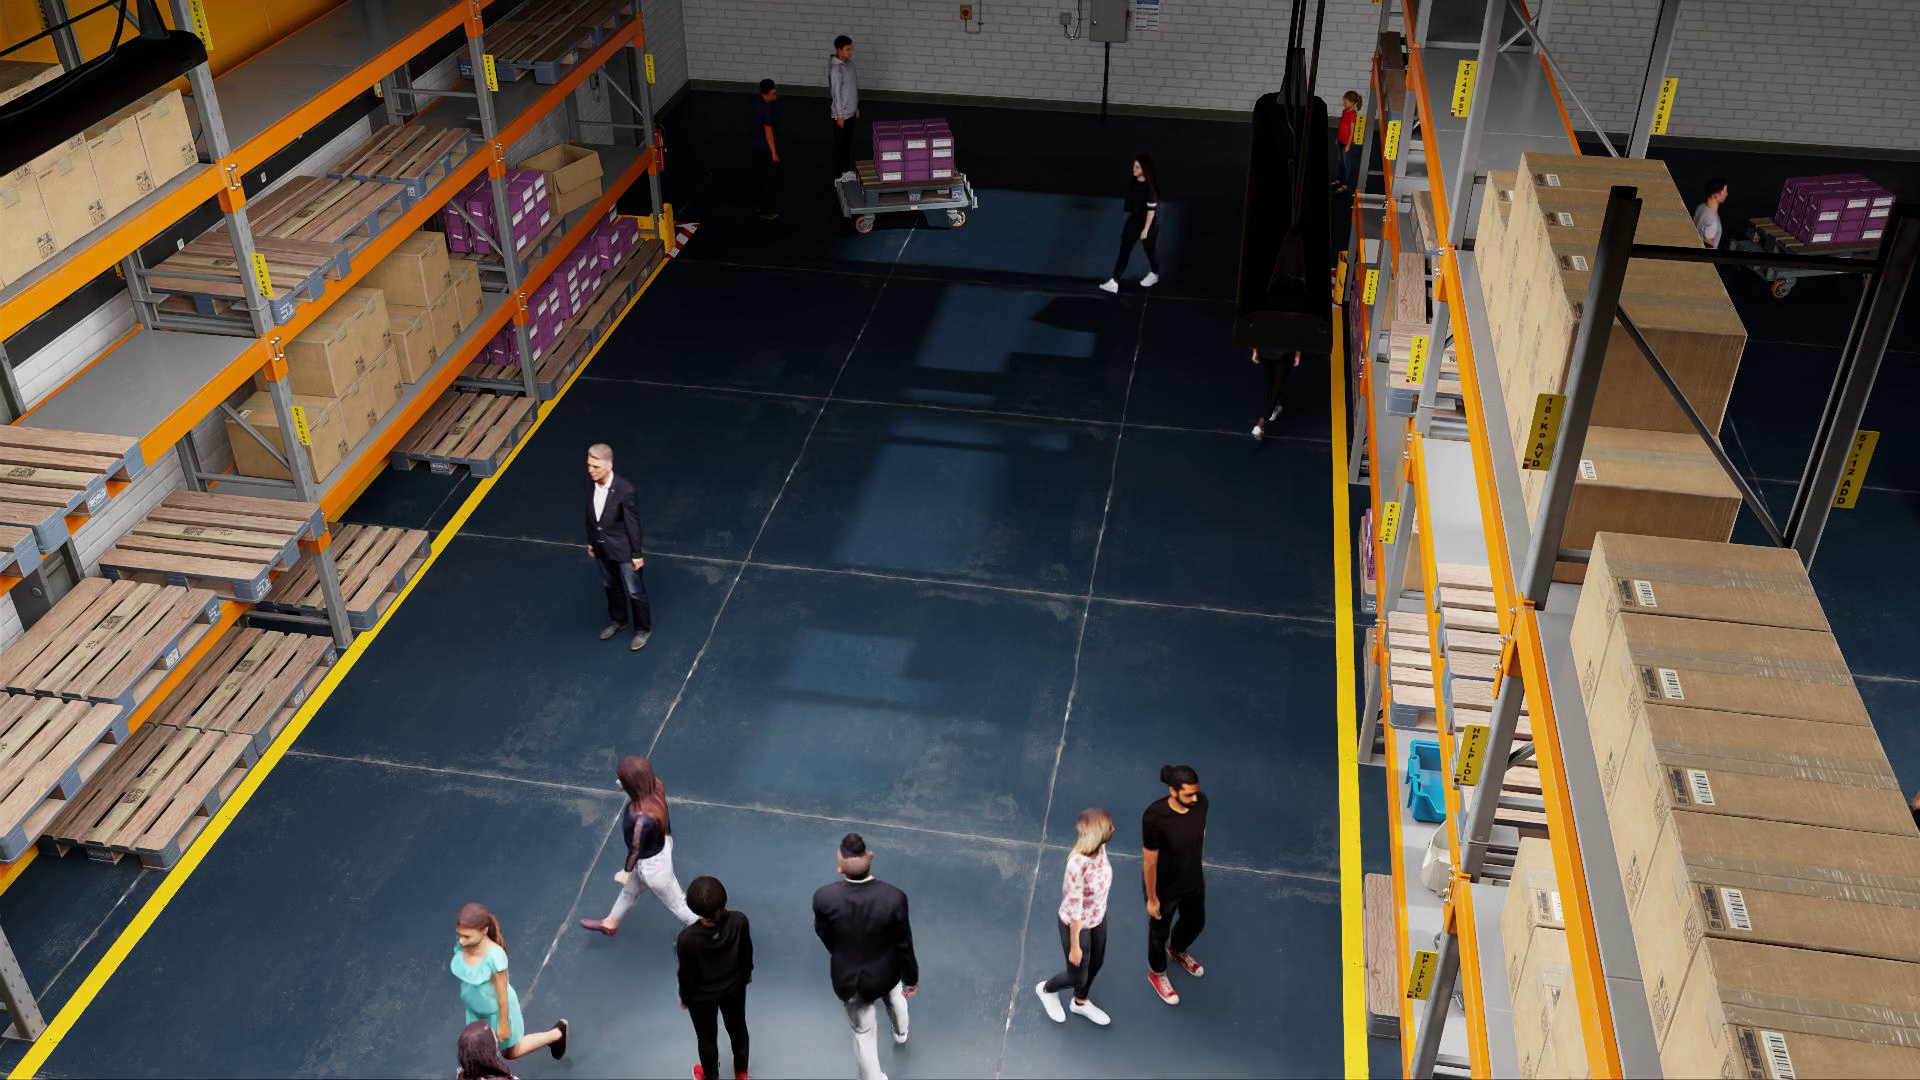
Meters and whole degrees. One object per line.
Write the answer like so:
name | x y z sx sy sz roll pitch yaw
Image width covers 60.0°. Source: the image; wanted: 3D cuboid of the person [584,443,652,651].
person | -2.700 0.020 13.073 0.747 1.812 0.701 17 37 23

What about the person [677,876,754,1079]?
person | -1.380 2.529 9.421 0.702 1.676 0.744 -15 36 -21

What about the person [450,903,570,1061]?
person | -2.599 2.604 9.432 0.812 1.540 1.011 25 41 32

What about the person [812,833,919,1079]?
person | -0.535 2.469 9.291 0.873 1.921 1.110 1 34 1

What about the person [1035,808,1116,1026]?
person | 0.704 2.241 9.923 0.829 1.600 0.759 23 40 31

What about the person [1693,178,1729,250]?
person | 7.711 -2.918 17.456 0.726 1.853 0.484 5 34 7

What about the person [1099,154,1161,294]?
person | 2.102 -3.530 18.612 1.119 1.594 1.068 -20 39 -28

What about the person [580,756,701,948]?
person | -1.849 2.003 10.324 0.841 1.553 1.067 -2 34 -3

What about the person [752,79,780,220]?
person | -2.461 -4.861 20.474 0.898 1.749 0.738 -22 40 -30

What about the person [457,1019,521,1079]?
person | -2.433 3.132 8.594 0.790 1.588 0.884 24 41 32

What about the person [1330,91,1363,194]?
person | 4.933 -5.098 21.229 0.620 1.307 0.530 -7 34 -11

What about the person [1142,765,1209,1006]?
person | 1.263 2.024 10.109 0.765 1.756 0.813 -17 37 -23

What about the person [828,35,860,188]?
person | -1.497 -5.483 21.245 0.783 1.931 0.611 12 36 18
